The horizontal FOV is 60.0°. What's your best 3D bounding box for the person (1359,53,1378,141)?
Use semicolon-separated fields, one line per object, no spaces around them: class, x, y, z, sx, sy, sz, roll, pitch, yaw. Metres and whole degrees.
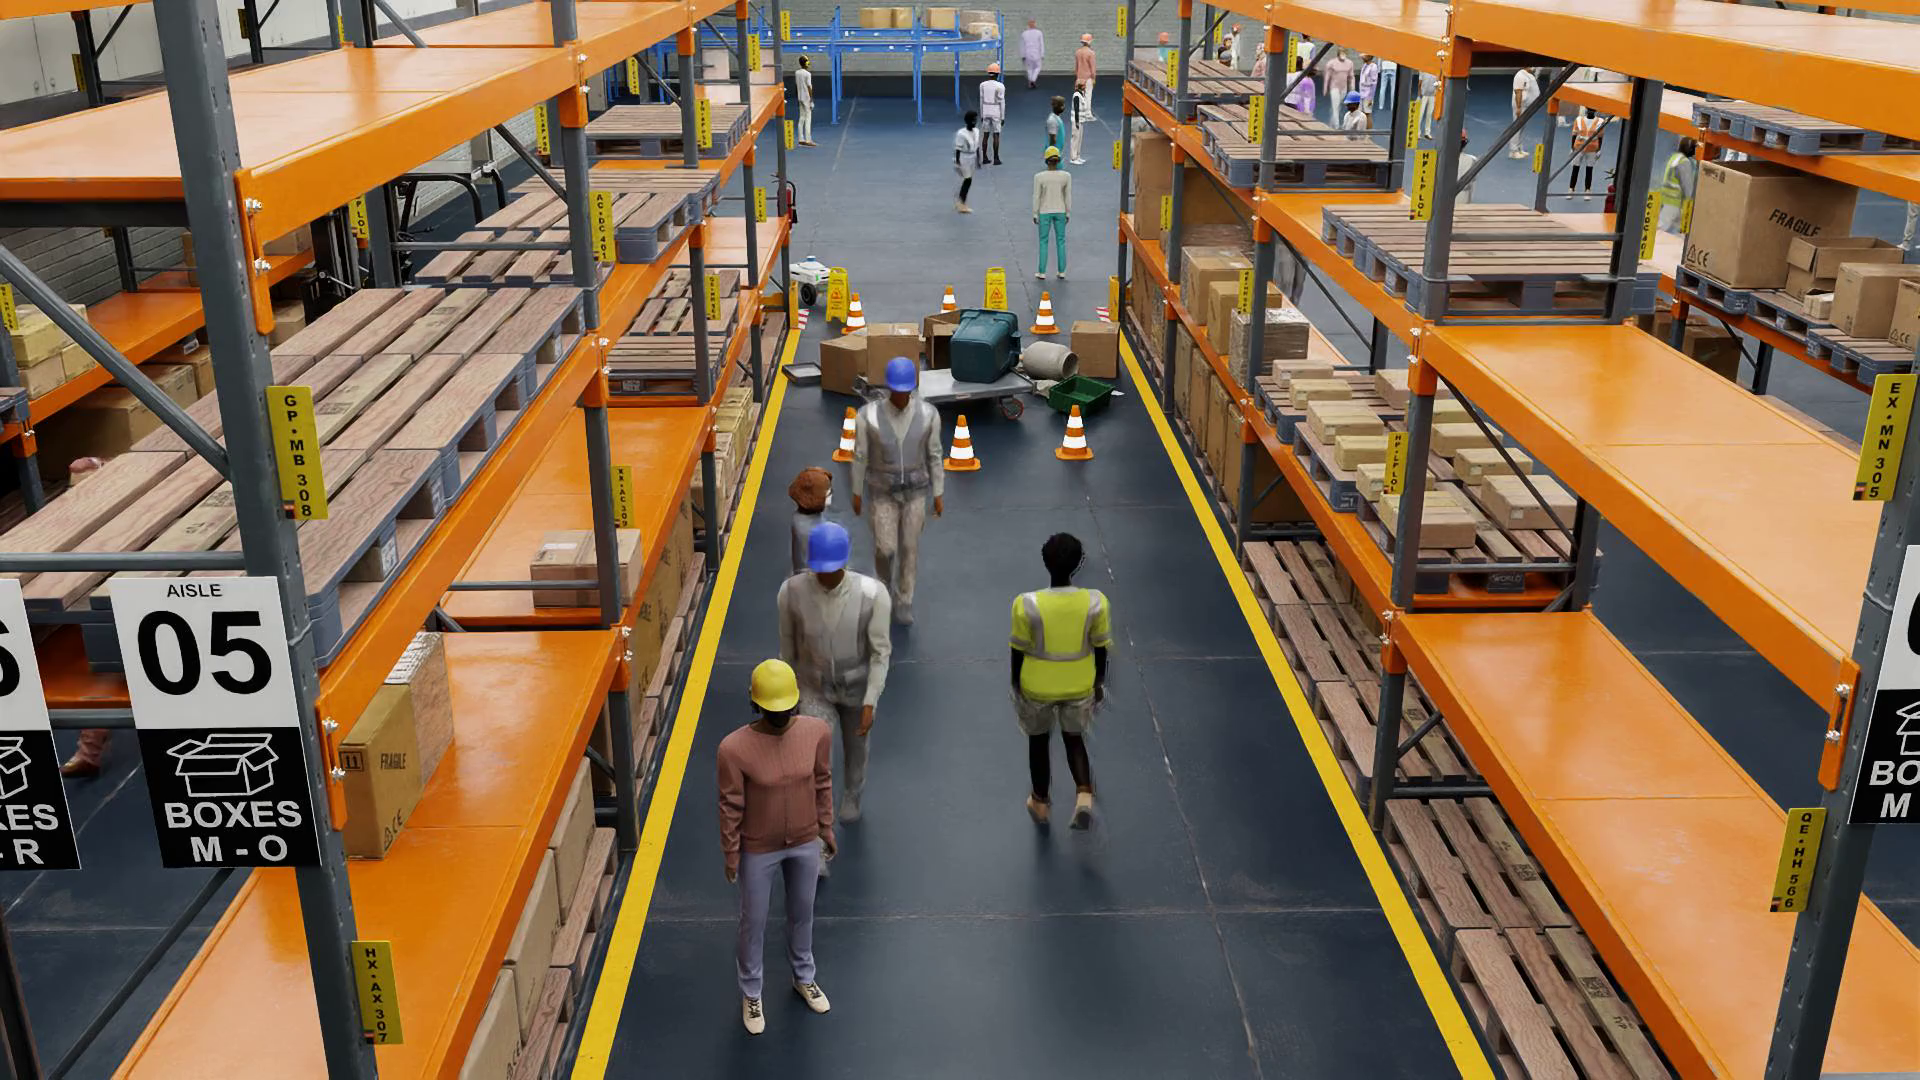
person;8.573;-9.402;35.204;0.381;2.040;0.615;-3;21;-9

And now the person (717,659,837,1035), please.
person;-0.779;1.322;7.243;0.533;1.767;0.326;-10;23;-26

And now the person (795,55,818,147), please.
person;-3.252;-9.250;35.043;0.319;1.869;0.532;-19;28;-40

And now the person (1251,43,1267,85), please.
person;6.772;-10.238;37.603;0.409;1.908;0.639;1;21;4

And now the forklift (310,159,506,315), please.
forklift;-5.622;-2.910;17.832;2.313;2.155;1.214;-1;21;-1

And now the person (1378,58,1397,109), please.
person;10.770;-11.787;41.698;0.595;1.910;0.384;7;22;17

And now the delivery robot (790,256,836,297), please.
delivery robot;-1.889;-3.375;21.212;0.477;0.478;0.707;-16;26;-35

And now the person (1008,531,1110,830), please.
person;0.535;0.788;8.779;0.541;1.680;0.513;-4;21;-11

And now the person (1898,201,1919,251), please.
person;14.029;-5.090;24.237;0.486;1.738;0.320;0;21;1

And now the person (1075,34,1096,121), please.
person;2.974;-10.932;39.309;0.375;1.997;0.612;-19;28;-41

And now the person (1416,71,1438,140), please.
person;10.140;-9.614;35.997;0.515;1.876;0.328;-5;21;-13

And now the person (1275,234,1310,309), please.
person;3.998;-3.452;19.668;0.628;1.894;0.778;1;21;3

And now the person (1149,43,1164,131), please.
person;4.379;-10.239;37.604;0.417;1.920;0.678;-9;23;-23

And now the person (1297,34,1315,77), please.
person;8.604;-11.791;41.691;0.587;1.919;0.395;17;27;38

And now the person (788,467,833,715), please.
person;-0.881;0.327;10.073;0.294;1.623;0.507;1;21;2

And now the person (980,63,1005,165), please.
person;0.645;-8.302;32.457;0.544;1.930;0.388;12;24;28

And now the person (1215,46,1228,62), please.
person;5.702;-9.921;36.768;0.407;1.908;0.597;-5;21;-13

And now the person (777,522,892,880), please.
person;-0.638;0.764;8.565;0.587;1.875;1.079;0;21;1

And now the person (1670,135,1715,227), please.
person;11.404;-5.778;25.902;0.429;1.844;0.628;-17;27;-38

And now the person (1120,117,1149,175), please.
person;2.980;-6.675;28.431;0.491;1.731;0.321;2;21;5

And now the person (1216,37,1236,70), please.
person;6.447;-11.273;40.422;0.564;1.846;0.390;-12;24;-29

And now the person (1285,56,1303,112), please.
person;6.888;-8.978;34.255;0.393;1.920;0.591;-16;26;-36

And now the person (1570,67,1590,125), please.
person;14.445;-10.474;38.621;0.289;1.623;0.507;12;24;28

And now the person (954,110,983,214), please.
person;0.112;-6.158;27.139;0.419;1.675;0.545;13;24;31

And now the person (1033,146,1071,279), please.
person;1.234;-4.398;22.374;0.526;1.760;0.340;-4;21;-11

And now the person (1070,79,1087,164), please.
person;2.324;-8.212;32.637;0.313;1.632;0.520;6;21;14

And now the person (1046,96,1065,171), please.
person;1.581;-6.439;27.662;0.528;1.837;0.524;5;21;13

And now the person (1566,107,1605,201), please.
person;10.706;-6.665;28.454;0.533;1.692;0.319;9;22;22

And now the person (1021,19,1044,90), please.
person;2.020;-13.471;46.172;0.663;1.885;0.417;9;22;22

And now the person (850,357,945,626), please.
person;-0.417;-0.332;11.388;0.636;1.926;0.452;-5;21;-12

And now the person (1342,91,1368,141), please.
person;6.473;-6.425;27.486;0.424;1.939;0.612;-6;22;-15

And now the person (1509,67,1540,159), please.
person;11.359;-8.715;33.388;0.537;2.000;0.678;13;24;31

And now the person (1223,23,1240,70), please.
person;7.641;-13.777;47.198;0.692;1.741;0.455;-15;25;-34

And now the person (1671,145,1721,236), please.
person;10.749;-4.975;24.123;0.825;1.601;0.511;5;21;12

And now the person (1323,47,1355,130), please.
person;8.444;-9.959;36.902;0.648;1.874;1.026;-4;21;-11
